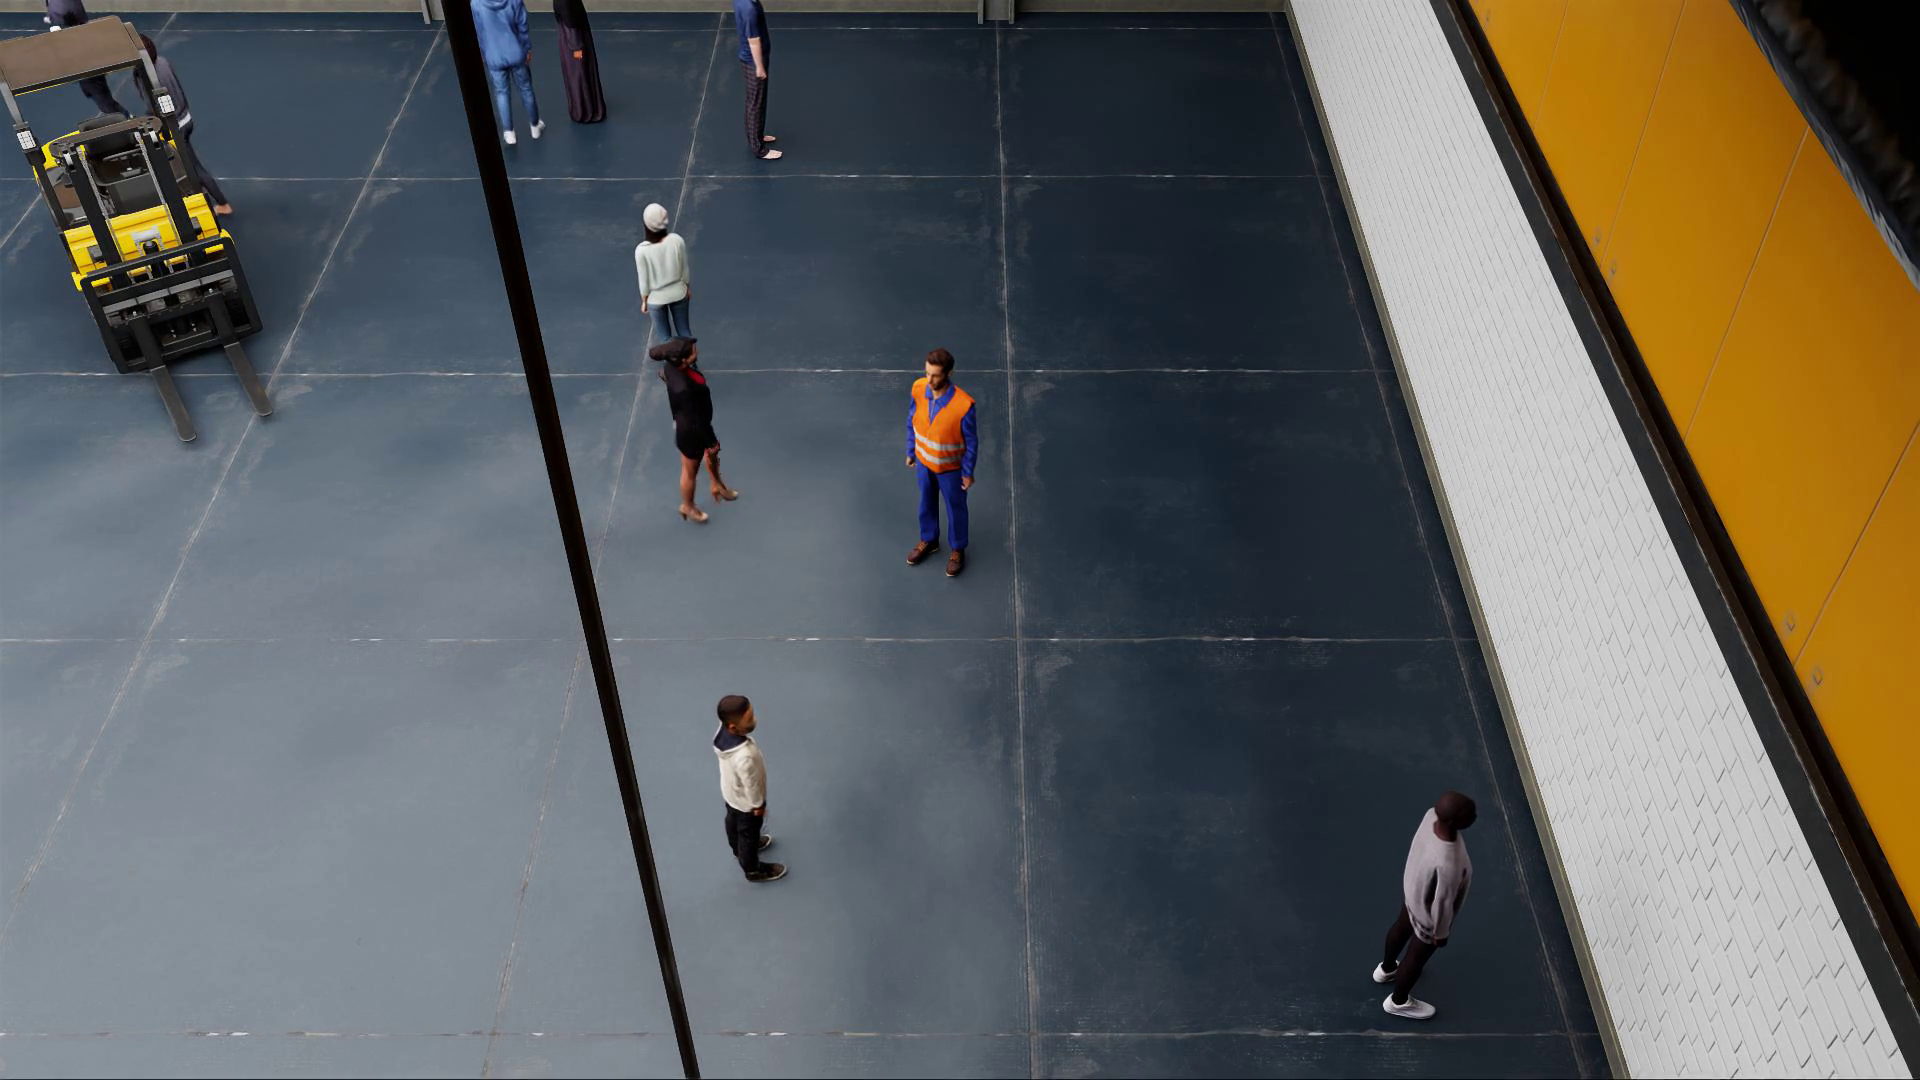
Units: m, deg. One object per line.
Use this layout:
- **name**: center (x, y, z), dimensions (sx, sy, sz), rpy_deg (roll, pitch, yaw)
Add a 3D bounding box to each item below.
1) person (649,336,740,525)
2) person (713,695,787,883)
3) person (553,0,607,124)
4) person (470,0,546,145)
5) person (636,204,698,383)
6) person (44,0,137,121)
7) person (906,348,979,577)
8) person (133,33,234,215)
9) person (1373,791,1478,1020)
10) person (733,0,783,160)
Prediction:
- **person**: center (-1.958, -0.737, 11.746), dimensions (0.791, 1.628, 0.668), rpy_deg (-10, 45, -11)
- **person**: center (-1.265, 1.427, 9.602), dimensions (0.637, 1.452, 0.646), rpy_deg (-17, 46, -17)
- **person**: center (-3.730, -4.846, 16.068), dimensions (0.622, 1.614, 0.624), rpy_deg (-6, 44, -6)
- **person**: center (-4.289, -4.619, 15.672), dimensions (0.603, 1.832, 0.776), rpy_deg (-7, 44, -7)
- **person**: center (-2.287, -1.918, 12.973), dimensions (0.597, 1.645, 0.704), rpy_deg (-22, 48, -21)
- **person**: center (-8.093, -4.503, 15.571), dimensions (0.760, 1.804, 0.774), rpy_deg (-10, 44, -10)
- **person**: center (-0.128, -0.548, 11.375), dimensions (0.710, 1.864, 0.839), rpy_deg (19, 47, 19)
- **person**: center (-6.866, -3.655, 14.732), dimensions (1.030, 1.733, 0.715), rpy_deg (6, 44, 6)
- **person**: center (2.479, 1.920, 8.853), dimensions (0.533, 1.772, 0.614), rpy_deg (-2, 44, -2)
- **person**: center (-1.922, -4.480, 15.498), dimensions (0.619, 1.871, 0.704), rpy_deg (-8, 44, -8)
